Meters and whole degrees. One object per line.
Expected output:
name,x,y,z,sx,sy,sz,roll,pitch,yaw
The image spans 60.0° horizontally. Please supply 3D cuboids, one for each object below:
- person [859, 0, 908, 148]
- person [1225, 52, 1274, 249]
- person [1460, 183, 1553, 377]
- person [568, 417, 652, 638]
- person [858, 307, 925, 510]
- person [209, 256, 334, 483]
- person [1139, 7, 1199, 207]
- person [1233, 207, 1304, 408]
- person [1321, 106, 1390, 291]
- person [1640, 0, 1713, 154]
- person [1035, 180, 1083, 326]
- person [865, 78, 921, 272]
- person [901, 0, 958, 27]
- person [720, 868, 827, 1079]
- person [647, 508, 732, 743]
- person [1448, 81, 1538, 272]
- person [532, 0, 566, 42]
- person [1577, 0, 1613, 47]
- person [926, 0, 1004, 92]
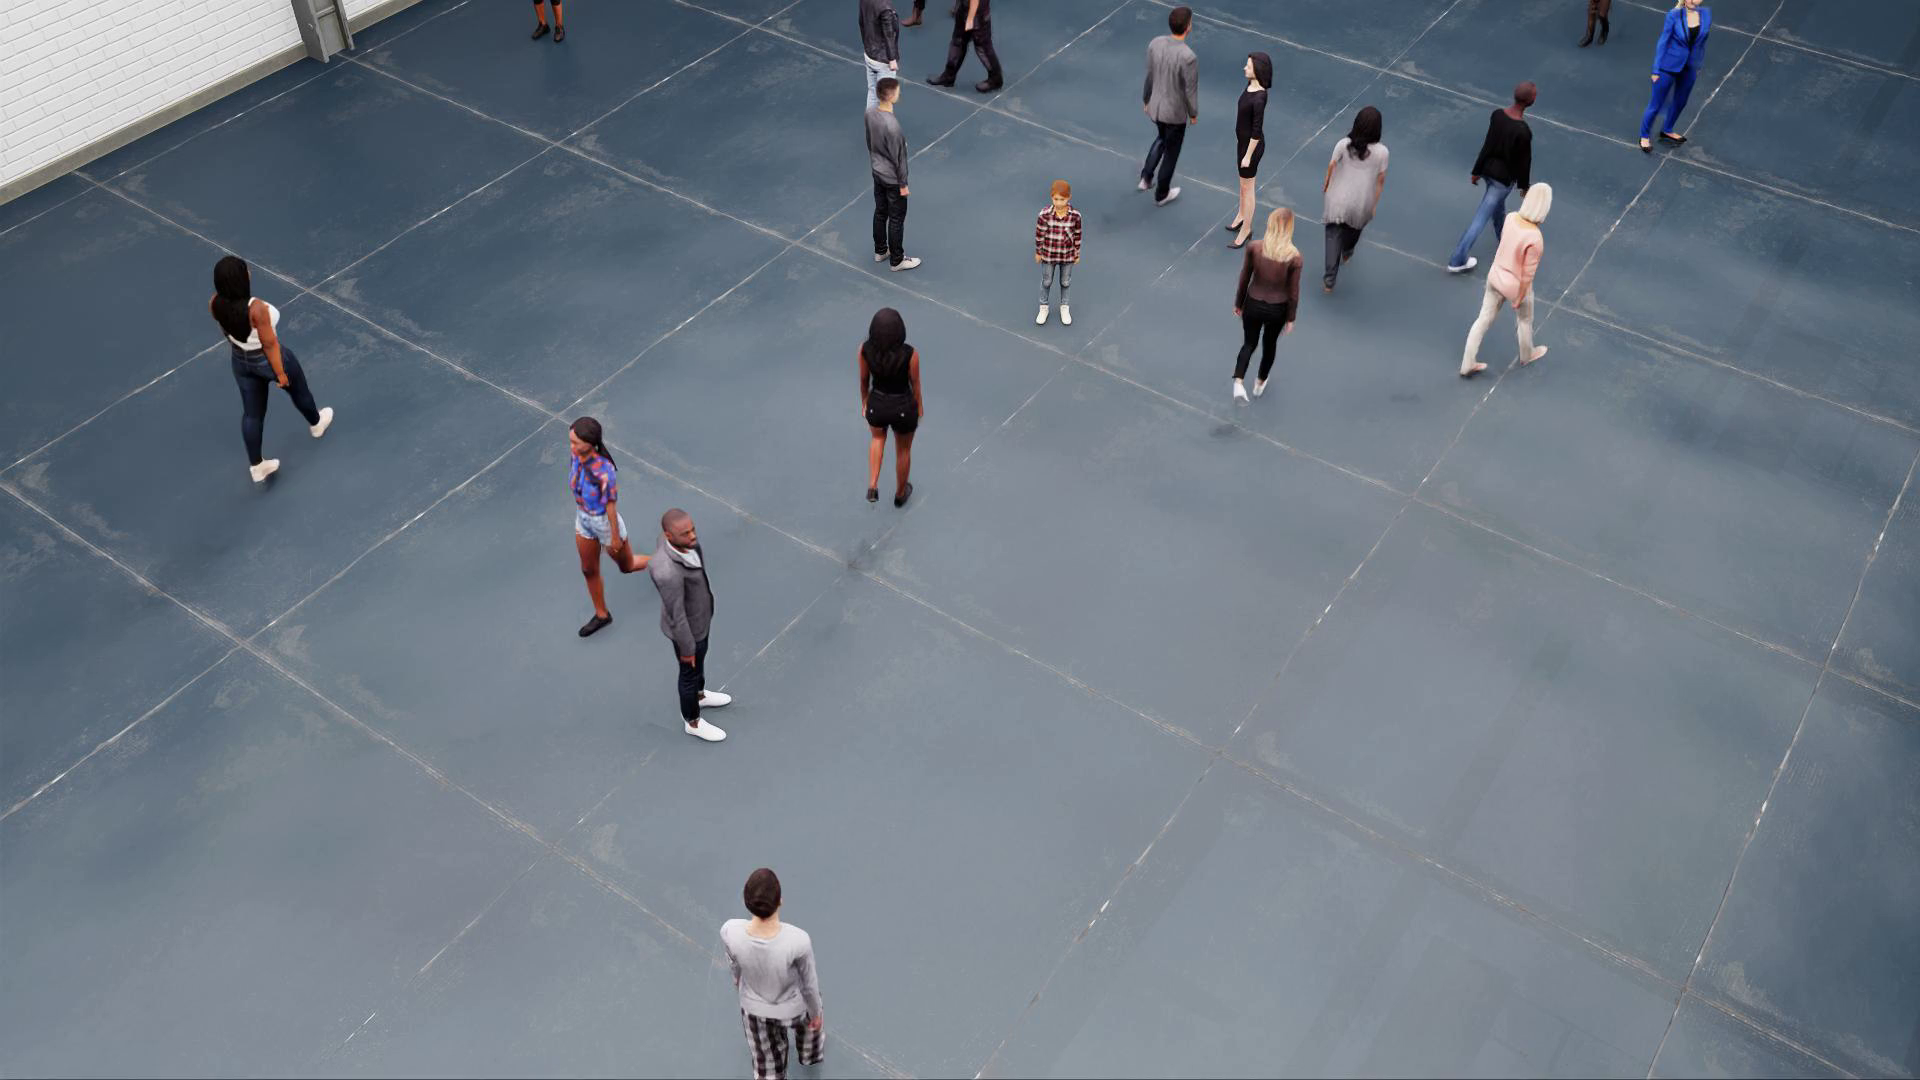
person,-0.752,-4.527,15.580,0.668,1.836,0.721,-26,49,-24
person,2.506,-3.377,14.395,0.714,1.807,0.593,3,44,3
person,4.228,-1.991,13.024,1.085,1.689,0.880,-19,47,-19
person,-2.306,-0.129,11.051,0.652,1.716,1.059,31,52,29
person,-0.510,-0.861,11.811,0.716,1.727,0.790,11,45,11
person,-5.162,-1.219,12.156,0.921,1.769,1.240,11,45,11
person,1.814,-3.797,14.798,0.743,1.857,0.757,-31,52,-28
person,2.317,-1.723,12.752,0.768,1.677,0.966,19,47,19
person,3.273,-2.842,14.002,0.905,1.574,1.122,8,44,8
person,6.730,-4.435,15.594,0.839,1.682,0.907,-13,45,-14
person,0.809,-2.383,13.714,0.625,1.306,0.664,1,44,1
person,-0.603,-3.111,14.145,0.640,1.766,0.676,-28,50,-26
person,-0.143,-6.318,17.491,1.242,1.793,0.920,-29,51,-27
person,-0.937,2.383,8.335,0.878,1.825,1.010,6,44,6
person,-1.698,0.498,10.320,0.858,1.816,0.727,3,44,3
person,4.496,-3.036,14.112,1.206,1.703,0.972,-19,47,-19
person,-4.376,-6.021,17.281,0.644,1.653,0.630,11,45,11
person,6.730,-5.760,17.280,0.617,1.275,0.558,-31,52,-29
person,0.222,-5.253,16.352,1.130,1.823,1.051,-8,44,-9
